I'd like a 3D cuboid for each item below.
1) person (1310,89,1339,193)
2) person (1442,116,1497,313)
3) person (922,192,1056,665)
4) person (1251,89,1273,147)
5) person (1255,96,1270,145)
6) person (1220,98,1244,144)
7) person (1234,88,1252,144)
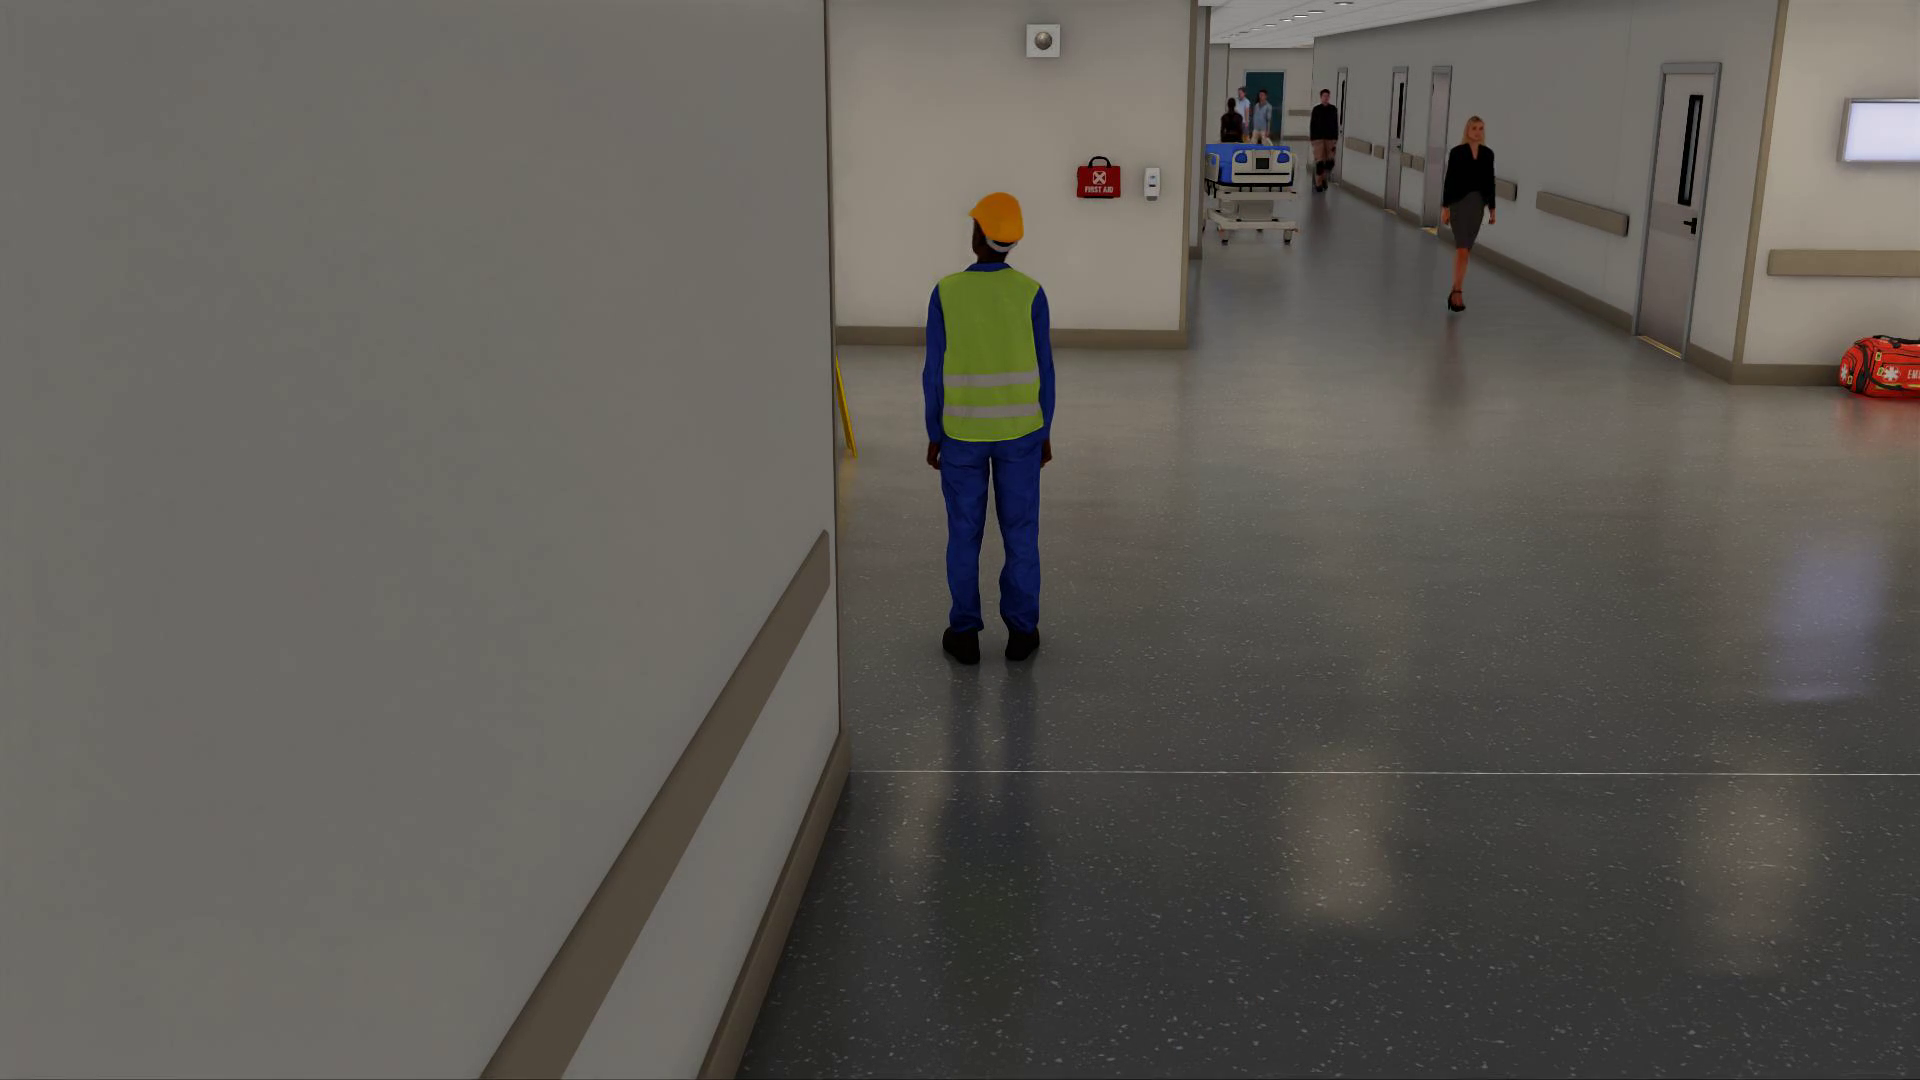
[{"bbox_3d":[6.922,-7.600,31.687,0.713,1.913,0.798,0,16,-1],"label":"person"},{"bbox_3d":[4.774,-3.083,15.815,0.662,1.832,0.763,-2,16,-8],"label":"person"},{"bbox_3d":[0.111,-0.424,6.420,0.566,1.811,0.765,-1,16,-4],"label":"person"},{"bbox_3d":[6.992,-9.406,38.232,0.842,1.838,0.905,15,21,42],"label":"person"},{"bbox_3d":[8.895,-12.323,48.930,0.722,1.646,0.671,2,16,8],"label":"person"},{"bbox_3d":[5.216,-7.538,31.942,1.158,1.654,0.737,3,16,10],"label":"person"},{"bbox_3d":[7.513,-10.994,43.926,1.128,1.805,1.095,13,20,38],"label":"person"}]
